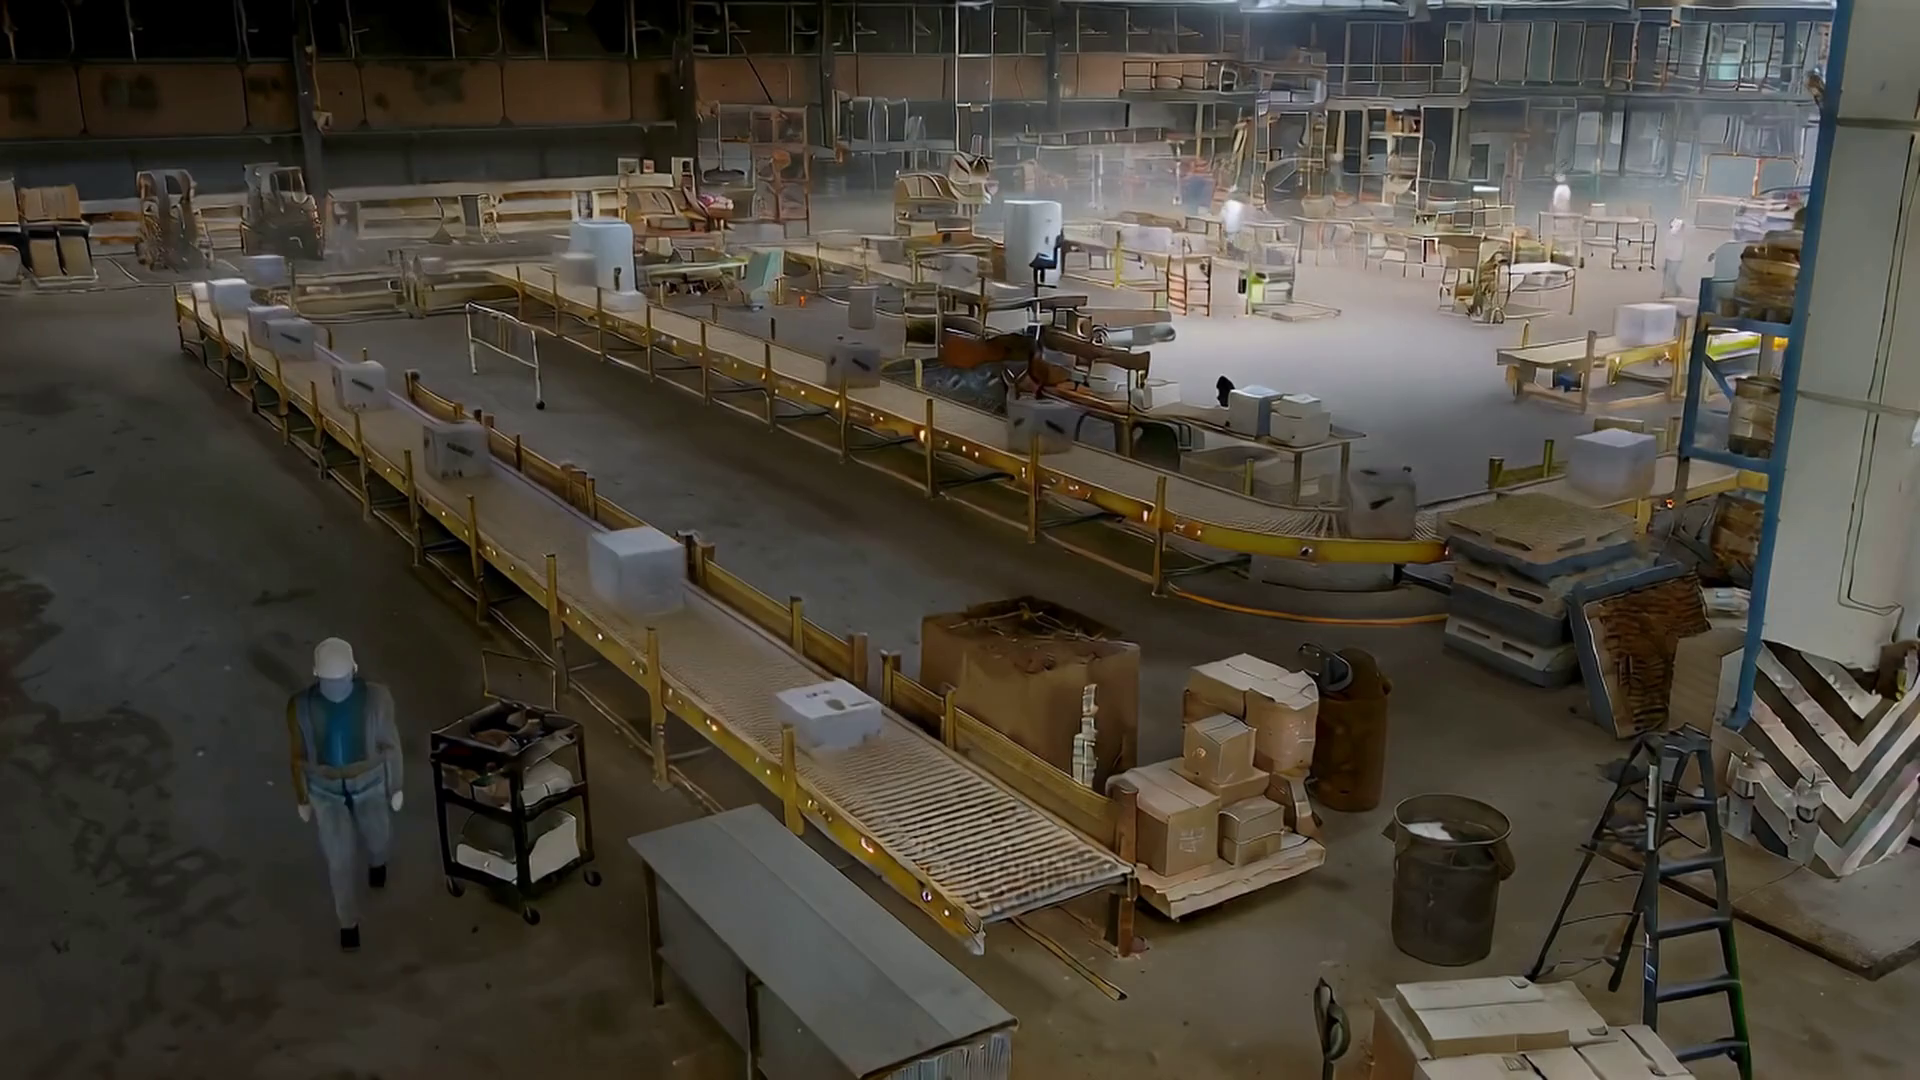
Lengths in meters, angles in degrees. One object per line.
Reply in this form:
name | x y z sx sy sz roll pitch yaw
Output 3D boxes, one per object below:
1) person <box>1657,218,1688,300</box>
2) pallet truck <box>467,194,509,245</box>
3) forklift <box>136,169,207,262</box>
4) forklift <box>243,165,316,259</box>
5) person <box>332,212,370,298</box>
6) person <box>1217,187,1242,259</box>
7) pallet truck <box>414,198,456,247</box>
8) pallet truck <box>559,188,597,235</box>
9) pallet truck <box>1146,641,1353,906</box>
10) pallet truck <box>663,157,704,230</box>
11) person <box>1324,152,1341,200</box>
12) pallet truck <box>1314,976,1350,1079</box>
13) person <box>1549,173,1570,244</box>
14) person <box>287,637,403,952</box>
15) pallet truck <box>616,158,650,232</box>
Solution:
person | 14.109 -5.547 32.833 0.635 1.612 0.505 -14 22 -39
pallet truck | -11.983 -8.177 42.137 0.704 1.261 1.522 -11 20 -33
forklift | -17.842 -7.318 37.559 1.157 1.987 2.680 -10 20 -31
forklift | -15.898 -7.669 38.708 1.157 1.987 2.680 -11 20 -33
person | -12.073 -5.594 32.792 0.524 1.738 0.781 9 19 29
person | 5.893 -6.798 36.536 0.577 1.877 1.016 -9 19 -26
pallet truck | -13.250 -8.060 41.856 0.680 1.201 1.601 -10 20 -31
pallet truck | -10.010 -8.652 43.699 0.653 1.274 1.630 -10 20 -31
pallet truck | 1.664 1.407 10.232 1.630 1.274 0.653 -10 20 -31
pallet truck | -7.586 -9.308 44.692 0.823 1.965 1.885 -11 20 -33
person | 11.388 -11.039 50.963 0.510 1.686 0.917 -11 20 -32
pallet truck | 2.299 2.390 7.086 1.601 1.201 0.680 -2 17 -7
person | 14.881 -8.155 41.189 0.596 1.817 0.656 -15 22 -41
person | -3.491 1.368 9.511 0.598 1.813 0.723 -6 18 -18
pallet truck | -8.918 -9.176 44.255 0.823 1.965 1.885 -9 19 -27
